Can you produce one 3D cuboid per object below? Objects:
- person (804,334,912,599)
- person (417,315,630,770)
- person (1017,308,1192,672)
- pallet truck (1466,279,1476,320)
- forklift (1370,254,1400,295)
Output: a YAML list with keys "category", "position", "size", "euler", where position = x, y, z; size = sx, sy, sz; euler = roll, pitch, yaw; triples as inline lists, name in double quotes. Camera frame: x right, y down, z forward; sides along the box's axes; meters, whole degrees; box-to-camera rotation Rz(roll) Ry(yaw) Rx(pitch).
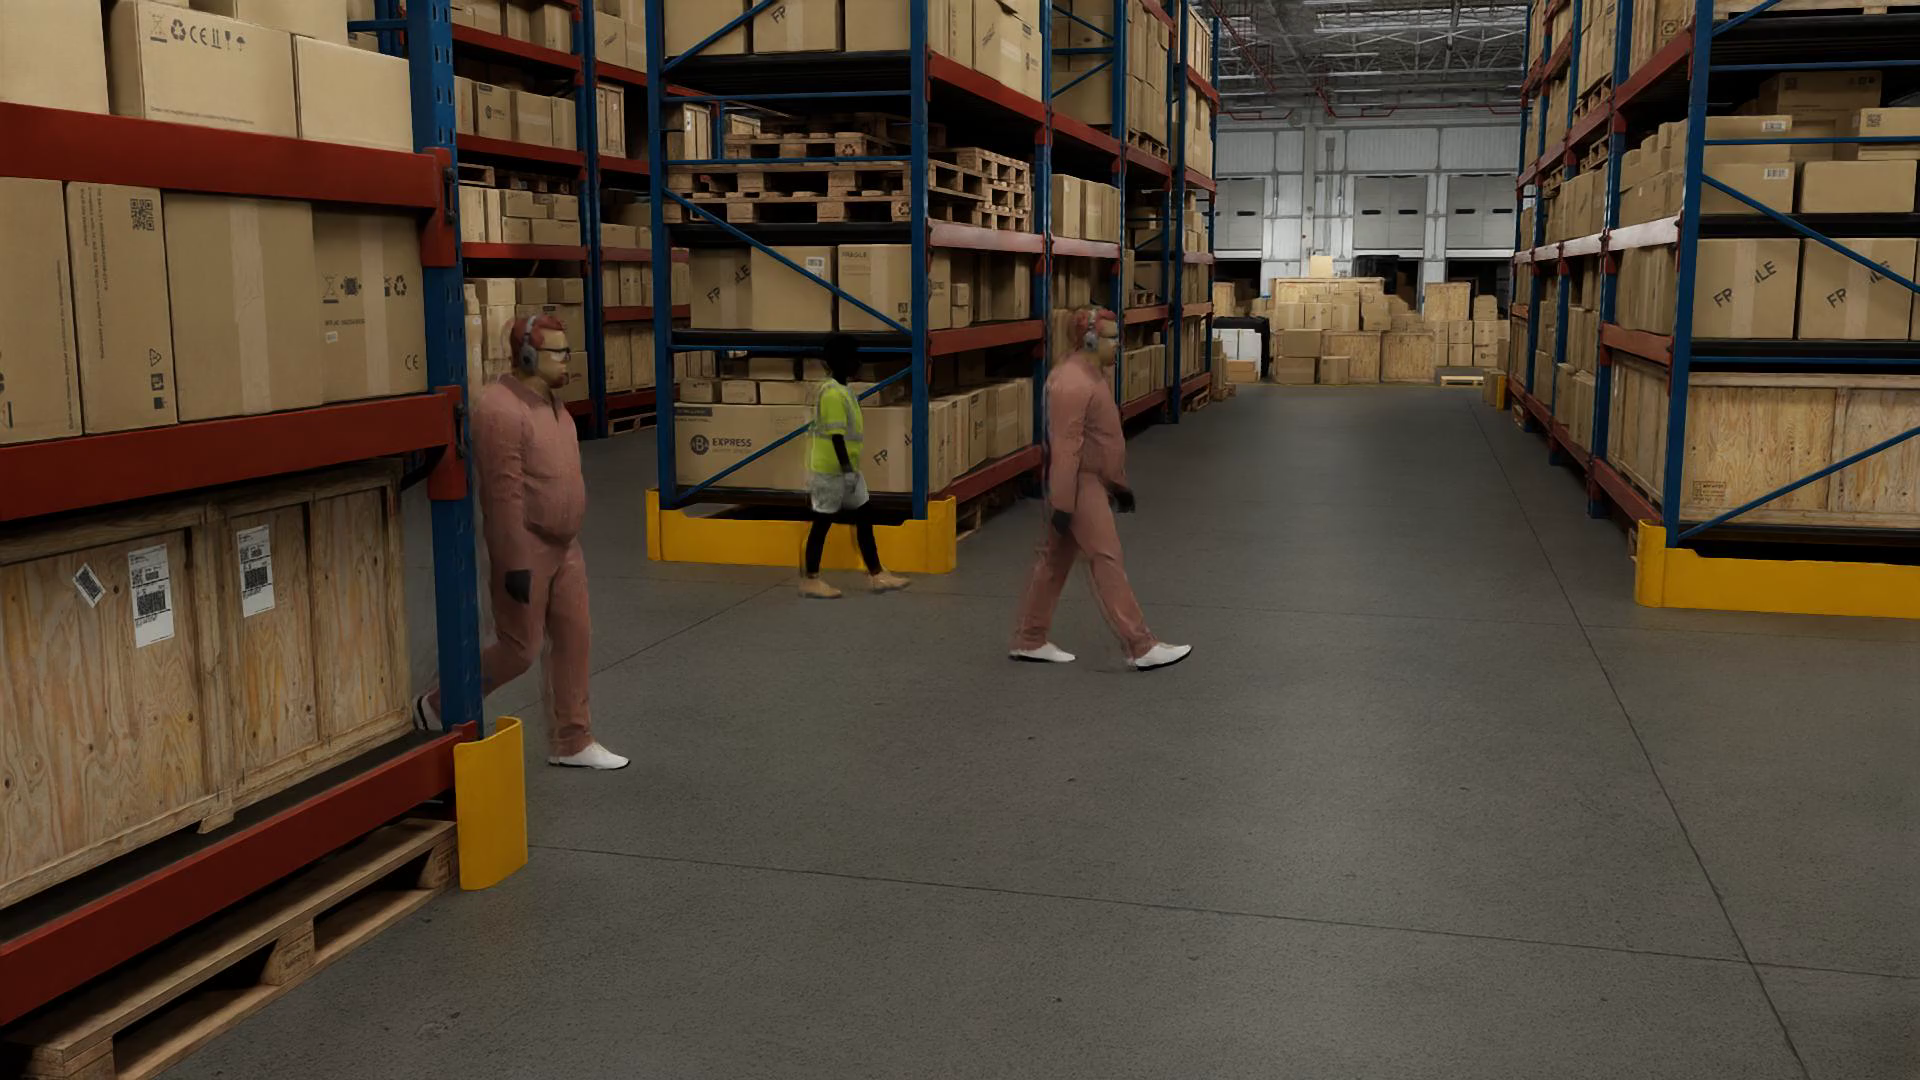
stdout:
- category: "person"
  position: [-0.647, -0.442, 10.399]
  size: [0.771, 1.663, 0.555]
  euler: [1, 9, 8]
- category: "person"
  position: [-1.796, 0.031, 6.745]
  size: [0.763, 1.880, 0.651]
  euler: [2, 9, 14]
- category: "person"
  position: [0.736, -0.250, 8.571]
  size: [0.963, 1.857, 0.664]
  euler: [1, 9, 9]
- category: "pallet truck"
  position: [18.896, -8.459, 60.307]
  size: [1.885, 1.965, 0.823]
  euler: [5, 10, 31]
- category: "forklift"
  position: [14.380, -8.296, 56.477]
  size: [1.129, 2.768, 1.873]
  euler: [-2, 9, -11]
